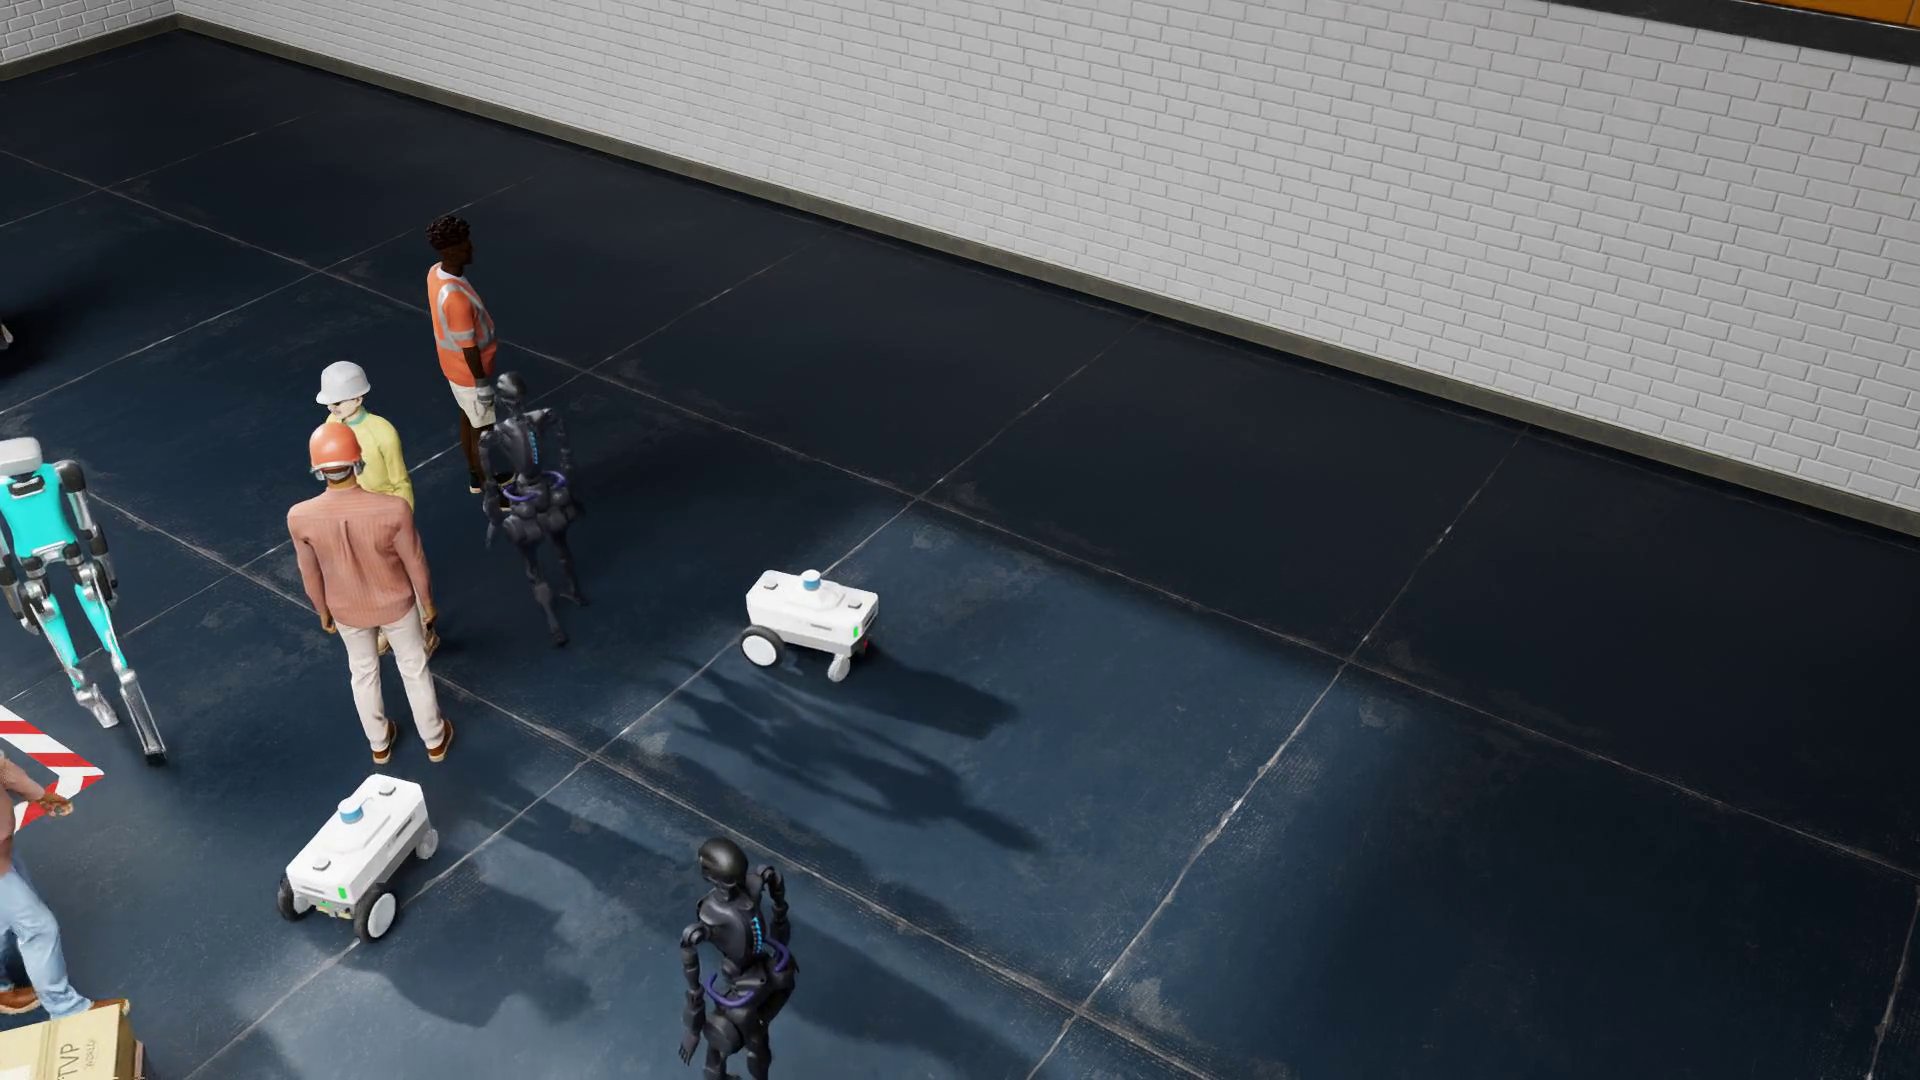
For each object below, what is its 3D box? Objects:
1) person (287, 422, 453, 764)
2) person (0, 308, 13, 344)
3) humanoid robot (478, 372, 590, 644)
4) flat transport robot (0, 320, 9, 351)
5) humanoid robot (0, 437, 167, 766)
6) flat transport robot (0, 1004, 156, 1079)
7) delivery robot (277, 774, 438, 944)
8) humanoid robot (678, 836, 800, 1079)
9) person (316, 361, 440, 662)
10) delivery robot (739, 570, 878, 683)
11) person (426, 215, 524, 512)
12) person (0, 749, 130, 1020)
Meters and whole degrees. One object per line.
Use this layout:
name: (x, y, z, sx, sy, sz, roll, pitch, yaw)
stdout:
person: (-2.941, 0.297, 8.346, 0.612, 1.986, 0.405, -3, 35, -5)
person: (-7.386, -2.266, 12.106, 0.511, 1.873, 0.329, -17, 38, -23)
humanoid robot: (-2.348, -0.161, 9.314, 0.613, 1.657, 0.492, -28, 43, -34)
flat transport robot: (-7.668, -1.290, 12.107, 0.659, 0.231, 1.431, -27, 43, -33)
humanoid robot: (-4.442, 0.414, 8.416, 0.541, 1.790, 0.923, -24, 42, -31)
flat transport robot: (-3.558, 2.708, 6.394, 1.431, 0.231, 0.659, -11, 37, -16)
delivery robot: (-2.851, 1.498, 7.883, 0.499, 0.606, 0.781, 11, 36, 15)
humanoid robot: (-0.806, 1.777, 6.490, 0.460, 1.642, 0.608, 23, 41, 30)
person: (-3.164, -0.142, 9.054, 0.474, 1.892, 0.384, 14, 37, 19)
delivery robot: (-0.856, 0.439, 9.386, 0.766, 0.594, 0.523, 12, 37, 16)
person: (-3.037, -1.087, 10.338, 0.367, 1.966, 0.602, -17, 38, -22)
person: (-4.097, 1.303, 6.925, 0.658, 1.959, 0.637, -13, 37, -18)
